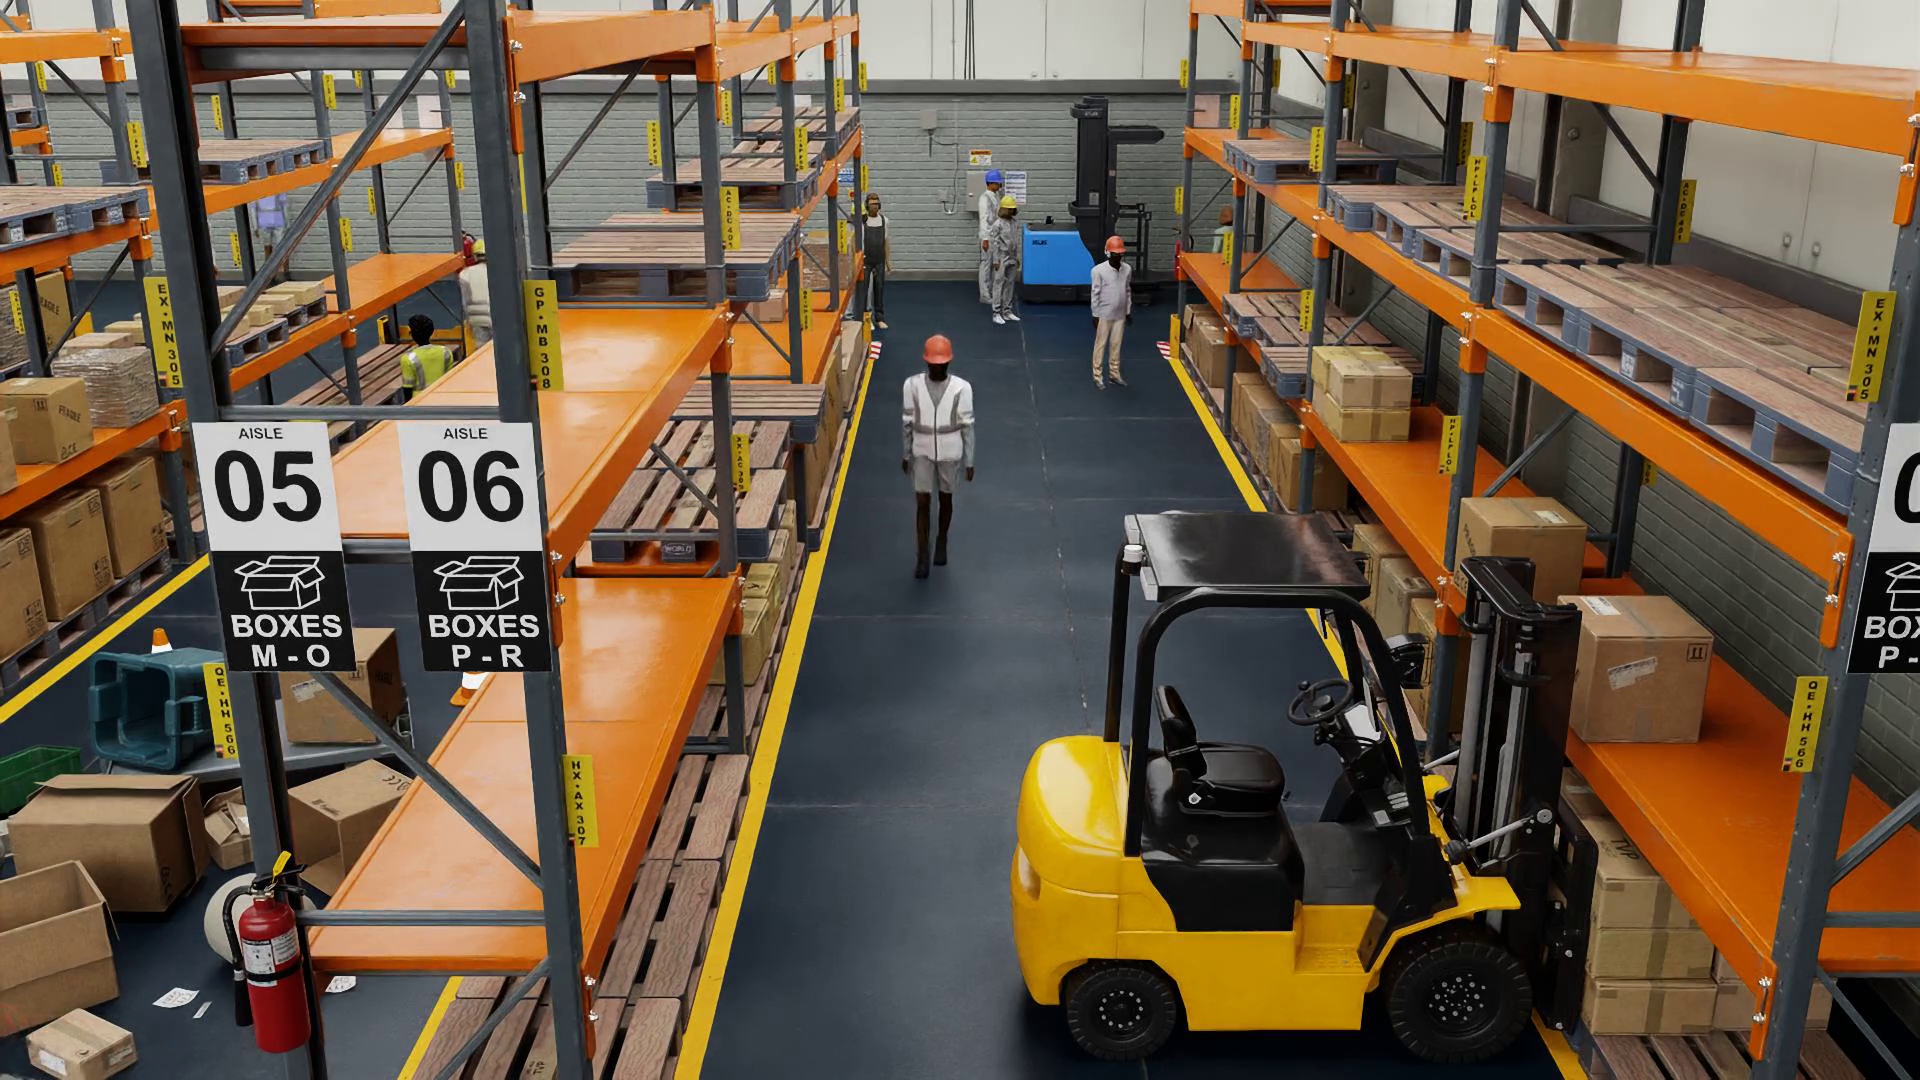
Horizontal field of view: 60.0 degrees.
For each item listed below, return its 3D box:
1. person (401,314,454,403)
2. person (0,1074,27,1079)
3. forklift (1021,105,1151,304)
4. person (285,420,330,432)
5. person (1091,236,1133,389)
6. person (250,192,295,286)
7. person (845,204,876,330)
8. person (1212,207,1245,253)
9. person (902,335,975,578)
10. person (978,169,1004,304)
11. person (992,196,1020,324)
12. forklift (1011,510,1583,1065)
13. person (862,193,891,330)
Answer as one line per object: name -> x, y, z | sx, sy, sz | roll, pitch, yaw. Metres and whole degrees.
person -> -4.751, -1.183, 14.937 | 0.319, 1.692, 0.537 | 13, 22, 35
person -> -2.544, 2.109, 4.467 | 0.695, 2.022, 0.622 | 0, 18, -1
forklift -> 1.857, -4.944, 24.441 | 1.873, 2.768, 1.129 | 0, 18, 0
person -> -4.454, -0.072, 11.481 | 0.365, 1.755, 0.572 | -1, 18, -2
person -> 1.763, -2.631, 19.209 | 0.563, 1.753, 0.327 | -11, 21, -30
person -> -10.728, -4.945, 25.925 | 0.551, 1.932, 0.378 | -5, 19, -14
person -> -1.356, -3.685, 22.430 | 0.485, 1.736, 0.320 | -4, 19, -11
person -> 3.667, -3.738, 22.773 | 0.510, 1.621, 0.317 | -9, 20, -25
person -> -0.172, -0.637, 12.948 | 0.578, 1.895, 0.918 | 1, 18, 2
person -> 0.465, -4.457, 24.427 | 0.394, 1.945, 0.618 | 7, 20, 20
person -> 0.656, -3.876, 22.994 | 0.313, 1.743, 0.493 | 16, 24, 41
forklift -> 1.387, 1.055, 7.378 | 2.313, 2.155, 1.214 | 0, 18, 0
person -> -1.176, -3.747, 22.444 | 0.504, 1.847, 0.344 | -8, 20, -23
